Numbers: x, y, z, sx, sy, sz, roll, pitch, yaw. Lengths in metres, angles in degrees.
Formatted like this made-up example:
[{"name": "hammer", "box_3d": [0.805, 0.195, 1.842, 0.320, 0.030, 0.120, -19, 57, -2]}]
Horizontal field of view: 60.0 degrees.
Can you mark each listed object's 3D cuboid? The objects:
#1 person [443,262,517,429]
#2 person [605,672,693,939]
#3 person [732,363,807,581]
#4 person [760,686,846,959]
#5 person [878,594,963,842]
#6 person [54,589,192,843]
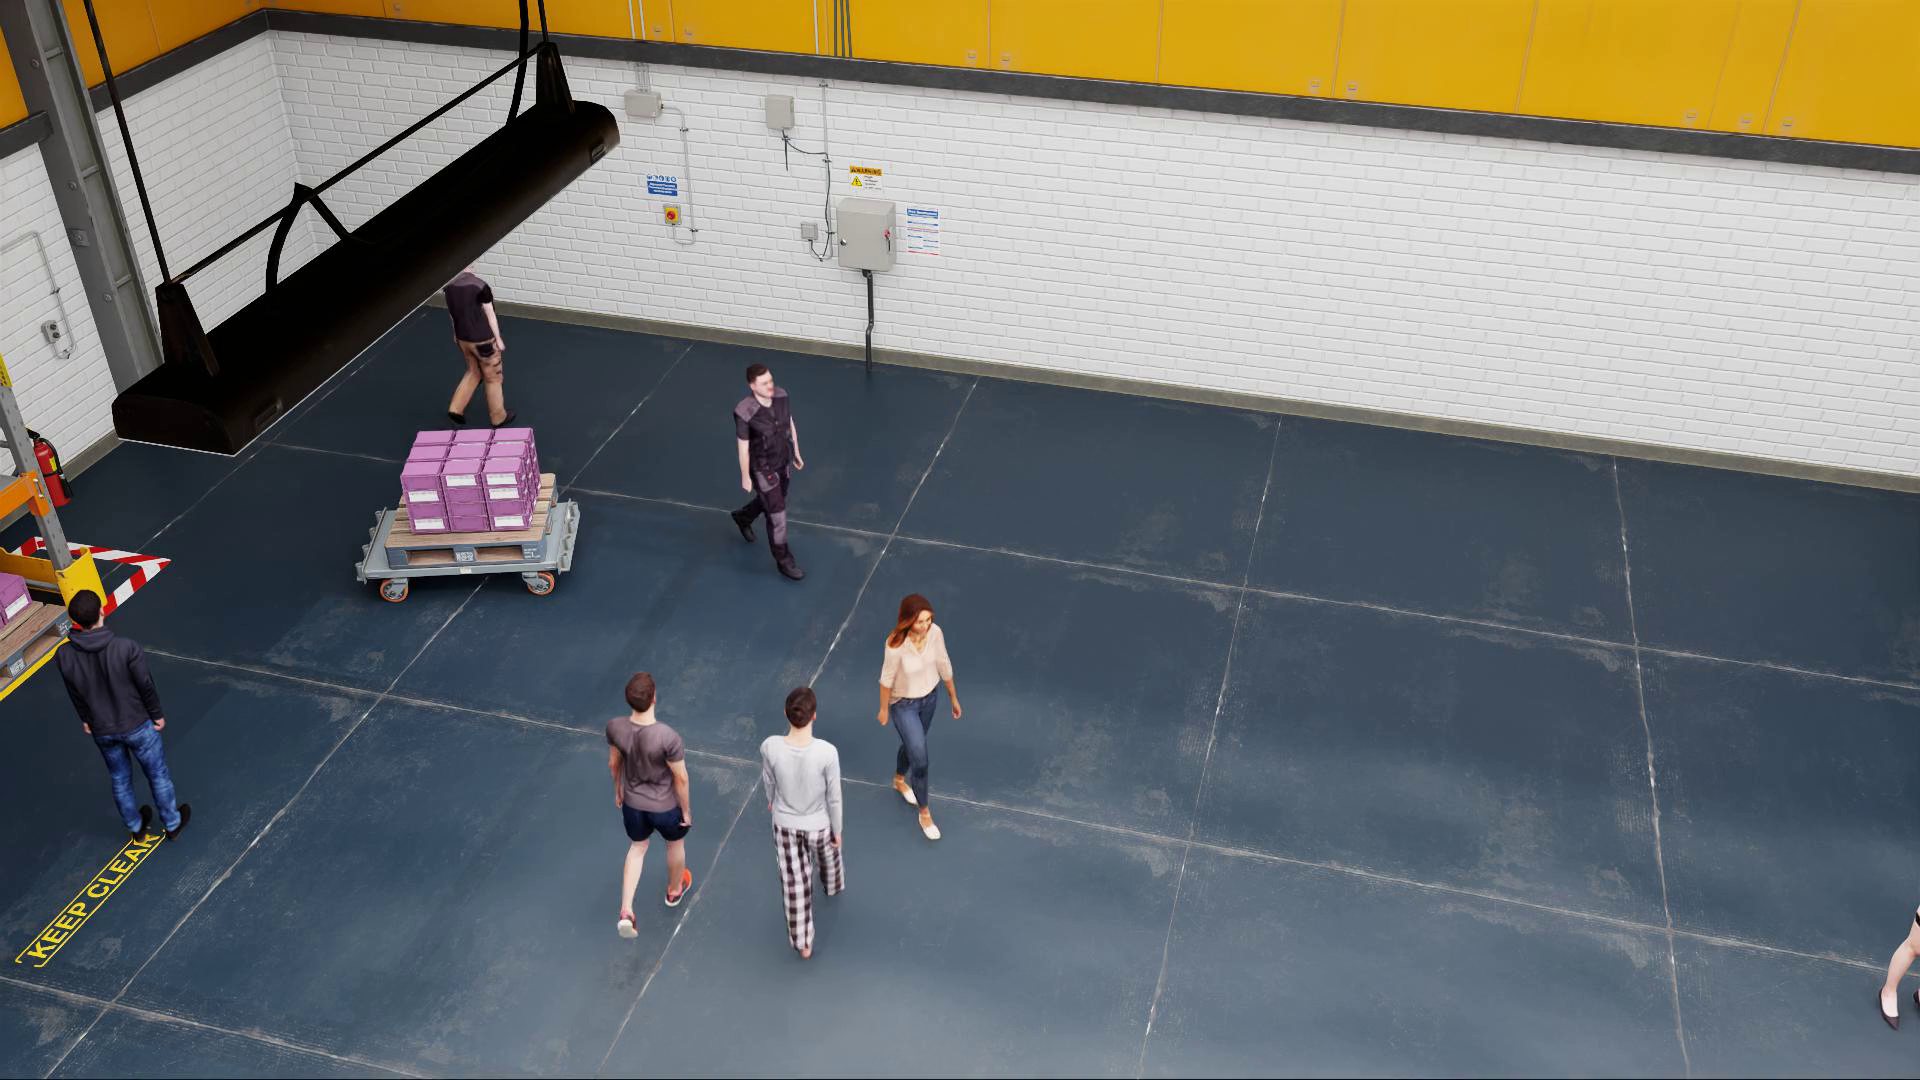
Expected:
[{"name": "person", "box_3d": [-4.421, -1.789, 14.998, 0.816, 1.824, 0.955, 18, 38, 25]}, {"name": "person", "box_3d": [-1.858, 1.608, 9.879, 0.678, 1.835, 1.008, 7, 34, 11]}, {"name": "person", "box_3d": [-1.576, -0.604, 13.219, 1.035, 1.821, 1.176, 22, 39, 29]}, {"name": "person", "box_3d": [-0.931, 1.709, 9.740, 0.740, 1.820, 1.057, 3, 34, 5]}, {"name": "person", "box_3d": [-0.348, 1.020, 10.830, 0.949, 1.761, 0.969, -23, 40, -31]}, {"name": "person", "box_3d": [-5.322, 1.146, 10.526, 0.748, 1.888, 0.739, -6, 34, -9]}]
